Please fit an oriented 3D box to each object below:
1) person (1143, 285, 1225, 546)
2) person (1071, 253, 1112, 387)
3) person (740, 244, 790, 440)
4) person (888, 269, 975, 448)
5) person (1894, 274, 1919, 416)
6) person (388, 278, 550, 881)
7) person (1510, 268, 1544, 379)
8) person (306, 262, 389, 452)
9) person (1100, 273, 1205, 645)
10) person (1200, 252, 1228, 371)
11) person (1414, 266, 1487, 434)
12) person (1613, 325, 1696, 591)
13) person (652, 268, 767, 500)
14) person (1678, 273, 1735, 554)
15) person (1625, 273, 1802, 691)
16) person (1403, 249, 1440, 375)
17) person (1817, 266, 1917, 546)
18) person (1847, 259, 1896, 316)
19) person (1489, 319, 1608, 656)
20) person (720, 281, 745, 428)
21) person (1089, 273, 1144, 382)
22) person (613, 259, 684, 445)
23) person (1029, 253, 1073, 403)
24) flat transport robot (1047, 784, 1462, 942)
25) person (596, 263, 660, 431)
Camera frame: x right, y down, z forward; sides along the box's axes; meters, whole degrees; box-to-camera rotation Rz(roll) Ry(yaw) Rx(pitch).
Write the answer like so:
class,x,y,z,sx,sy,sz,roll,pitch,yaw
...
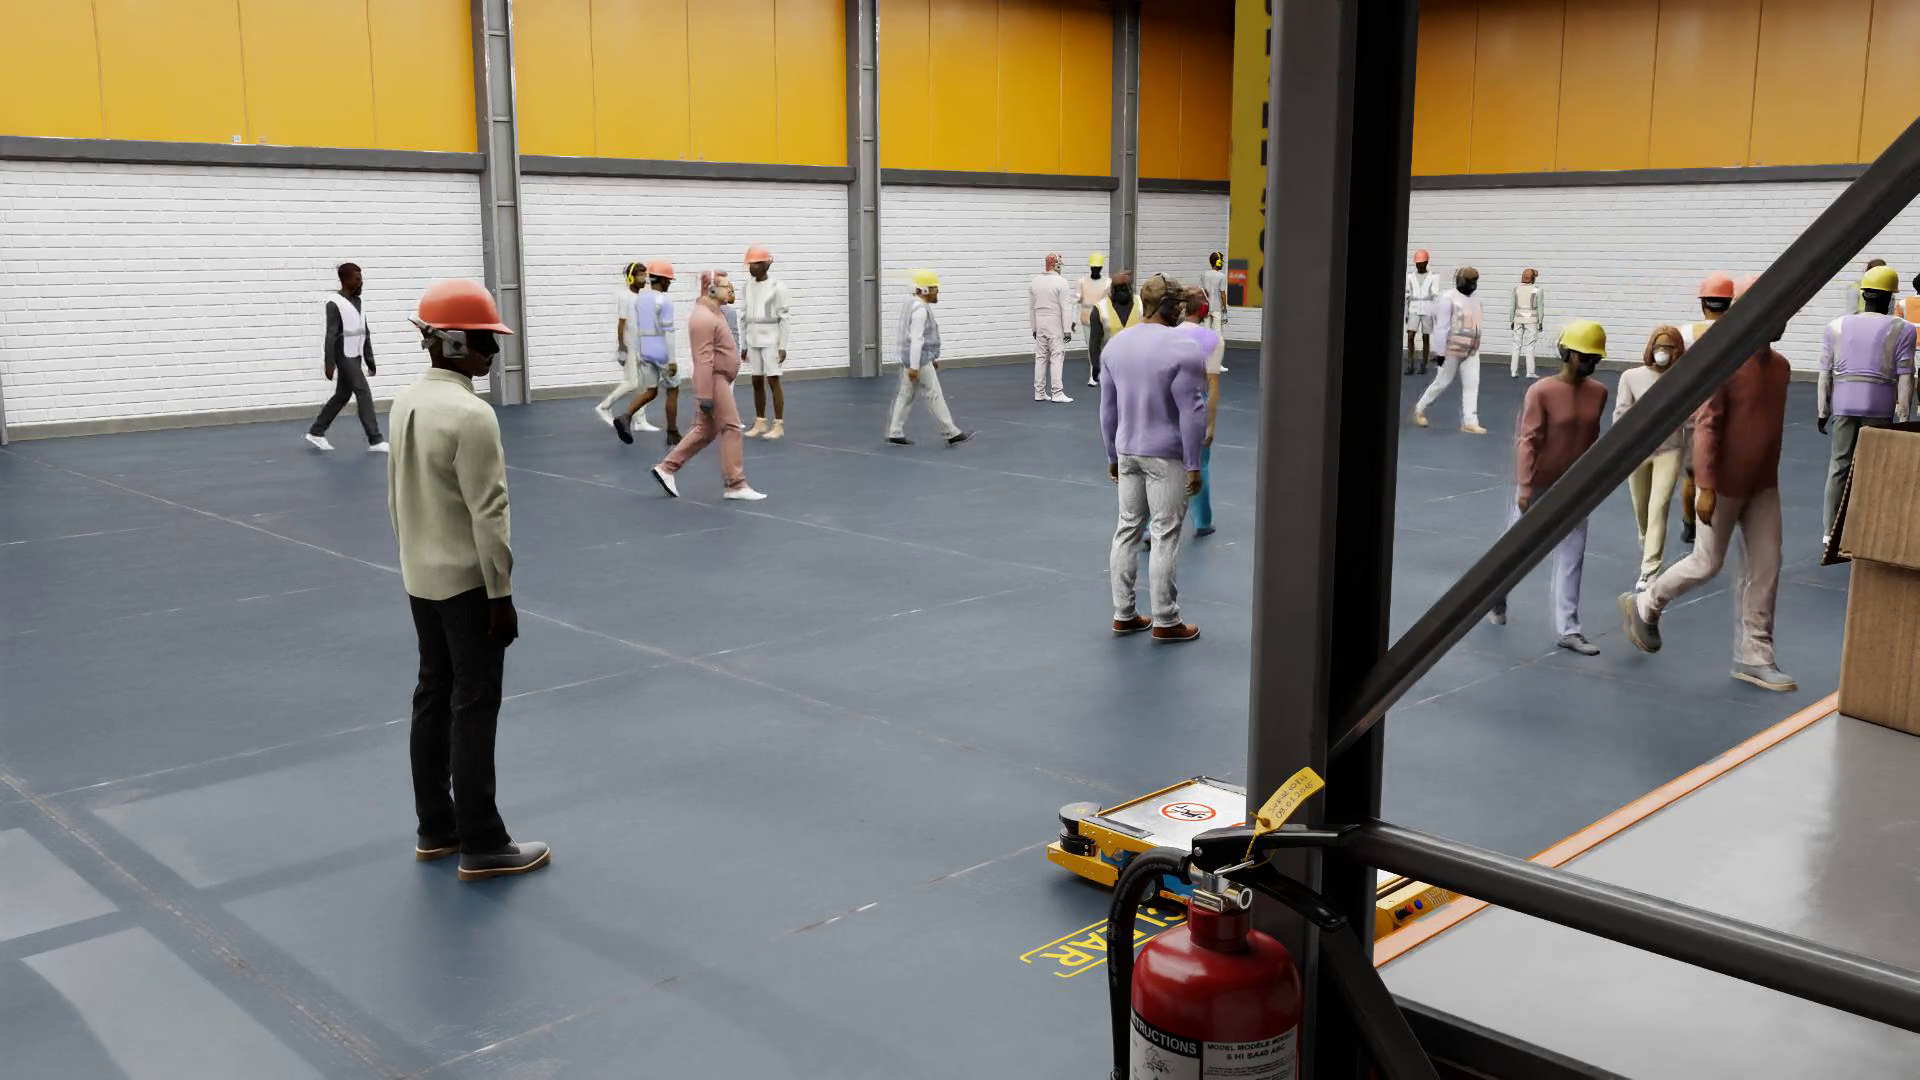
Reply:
class,x,y,z,sx,sy,sz,roll,pitch,yaw
person,1.539,-0.856,11.505,0.562,1.796,0.969,5,12,26
person,1.917,-3.140,23.733,0.591,1.880,0.977,4,11,21
person,-2.067,-2.056,17.349,0.614,2.040,0.390,7,13,35
person,-0.315,-1.812,16.703,0.903,1.783,0.605,-2,11,-9
person,11.361,-2.325,19.750,0.317,1.698,0.540,-10,14,-44
person,-1.660,0.131,5.562,0.391,1.990,0.623,-10,14,-44
person,8.469,-3.232,24.870,0.310,1.636,0.523,-10,14,-44
person,-6.080,-1.802,16.439,0.988,1.877,0.597,1,10,5
person,1.012,-0.424,8.738,0.350,1.936,0.635,-10,14,-44
person,3.990,-3.582,26.155,0.310,1.865,0.535,-10,14,-44
person,5.383,-2.081,18.156,0.629,1.808,0.899,-6,12,-31
person,4.297,-0.531,10.265,0.497,1.594,0.850,7,12,33
person,-2.051,-1.247,13.418,0.877,1.879,0.651,-1,10,-6
person,5.035,-0.842,11.171,0.564,1.889,1.008,4,11,22
person,3.677,-0.302,8.006,0.619,1.967,0.836,-5,11,-23
person,7.037,-3.469,25.405,0.568,1.904,0.782,5,12,26
person,6.161,-0.892,11.321,0.382,1.924,0.594,-10,14,-44
person,11.898,-2.750,21.722,0.652,1.825,0.453,-1,10,-3
person,3.108,-0.316,8.778,0.544,1.709,0.905,-3,11,-15
person,-2.608,-2.045,18.404,0.266,1.631,0.507,-10,14,-44
person,1.600,-1.774,16.598,0.630,1.758,1.039,0,10,1
person,-3.113,-1.869,16.757,0.547,1.901,0.801,9,14,40
person,1.190,-2.713,21.308,0.403,1.906,0.652,-10,14,-44
flat transport robot,1.022,1.042,5.290,0.652,0.197,1.431,-10,14,-44
person,-3.625,-2.086,18.071,0.588,1.845,0.566,3,11,14
